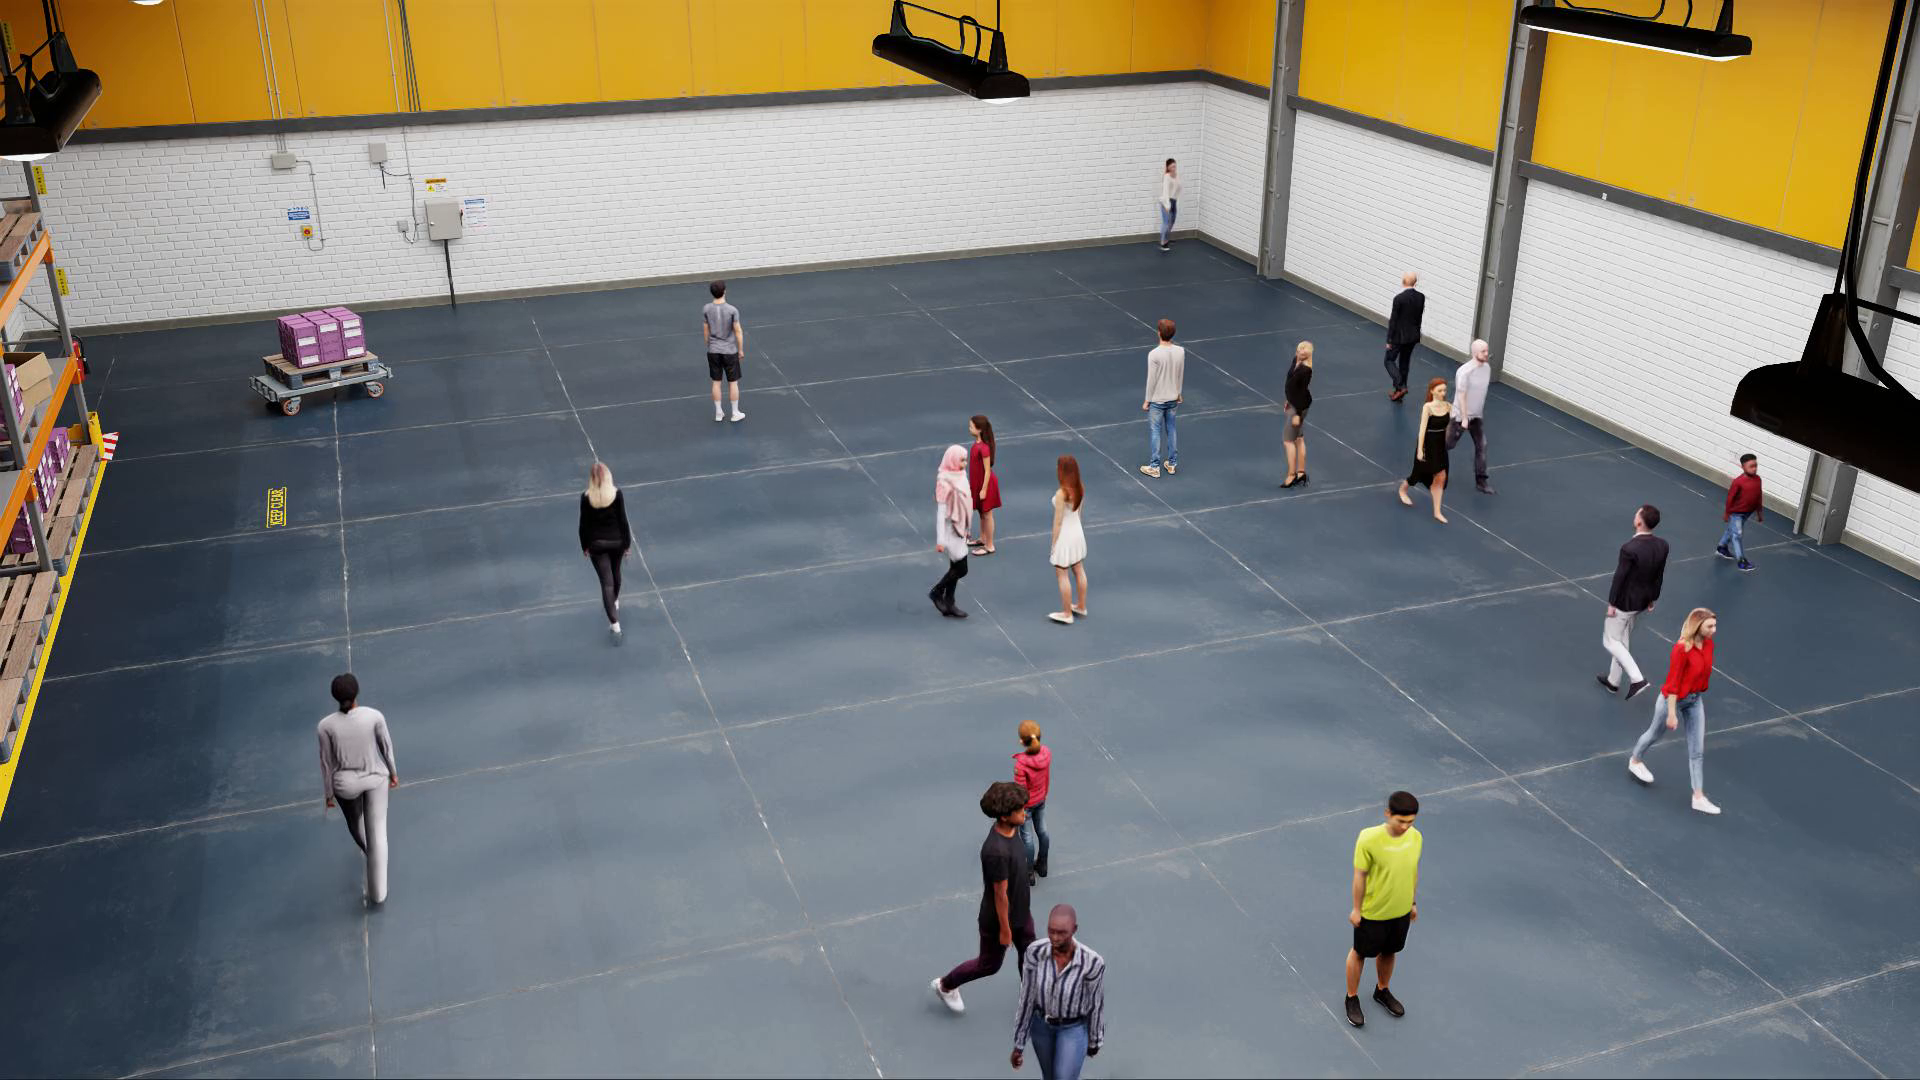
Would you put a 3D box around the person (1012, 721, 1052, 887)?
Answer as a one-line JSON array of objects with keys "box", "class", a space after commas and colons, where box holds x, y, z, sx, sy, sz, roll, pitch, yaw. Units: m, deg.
[{"box": [0.532, 1.919, 12.204, 0.586, 1.314, 0.606, -22, 32, -40], "class": "person"}]

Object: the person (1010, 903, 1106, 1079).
[{"box": [0.592, 2.803, 9.606, 0.849, 1.773, 0.913, 10, 25, 21], "class": "person"}]

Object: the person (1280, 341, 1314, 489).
[{"box": [3.899, -1.470, 19.335, 0.754, 1.810, 0.616, 5, 24, 12], "class": "person"}]

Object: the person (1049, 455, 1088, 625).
[{"box": [1.057, -0.018, 16.144, 0.661, 1.706, 0.644, 21, 31, 40], "class": "person"}]

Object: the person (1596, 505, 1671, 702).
[{"box": [5.937, 0.593, 14.599, 0.662, 1.823, 0.893, -9, 25, -19], "class": "person"}]

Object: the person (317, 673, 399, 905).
[{"box": [-4.312, 1.813, 11.980, 0.703, 1.686, 1.168, -6, 24, -14], "class": "person"}]

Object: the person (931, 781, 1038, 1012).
[{"box": [0.211, 2.347, 10.675, 1.107, 1.754, 1.127, 7, 25, 16], "class": "person"}]

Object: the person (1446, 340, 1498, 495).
[{"box": [5.820, -1.465, 19.329, 0.775, 1.807, 1.263, -12, 26, -26], "class": "person"}]

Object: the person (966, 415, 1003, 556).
[{"box": [0.249, -0.609, 17.689, 0.631, 1.551, 0.571, -5, 24, -11], "class": "person"}]

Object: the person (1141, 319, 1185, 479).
[{"box": [2.410, -1.681, 19.703, 0.685, 1.902, 0.583, -11, 26, -23], "class": "person"}]

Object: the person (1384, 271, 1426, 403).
[{"box": [5.939, -2.669, 22.102, 0.686, 1.791, 0.784, -7, 25, -16], "class": "person"}]

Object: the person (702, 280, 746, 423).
[{"box": [-3.070, -2.447, 21.494, 0.741, 1.871, 0.738, 4, 24, 9], "class": "person"}]

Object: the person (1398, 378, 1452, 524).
[{"box": [5.229, -1.049, 18.645, 0.576, 1.592, 1.040, -8, 25, -18], "class": "person"}]

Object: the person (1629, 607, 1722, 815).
[{"box": [5.658, 1.289, 13.220, 0.716, 1.653, 1.132, -11, 26, -23], "class": "person"}]

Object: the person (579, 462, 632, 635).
[{"box": [-3.380, 0.120, 15.916, 0.628, 1.636, 1.146, -7, 25, -16], "class": "person"}]

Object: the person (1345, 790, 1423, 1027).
[{"box": [2.732, 2.339, 10.754, 0.628, 1.706, 0.537, -7, 25, -15], "class": "person"}]

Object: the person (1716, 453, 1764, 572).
[{"box": [8.158, -0.327, 17.457, 0.494, 1.220, 0.843, -8, 25, -19], "class": "person"}]

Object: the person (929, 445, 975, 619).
[{"box": [-0.152, -0.076, 16.169, 0.879, 1.793, 0.818, 10, 26, 22], "class": "person"}]

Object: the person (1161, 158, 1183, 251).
[{"box": [3.777, -6.070, 30.040, 0.860, 1.664, 0.876, 11, 26, 23], "class": "person"}]
